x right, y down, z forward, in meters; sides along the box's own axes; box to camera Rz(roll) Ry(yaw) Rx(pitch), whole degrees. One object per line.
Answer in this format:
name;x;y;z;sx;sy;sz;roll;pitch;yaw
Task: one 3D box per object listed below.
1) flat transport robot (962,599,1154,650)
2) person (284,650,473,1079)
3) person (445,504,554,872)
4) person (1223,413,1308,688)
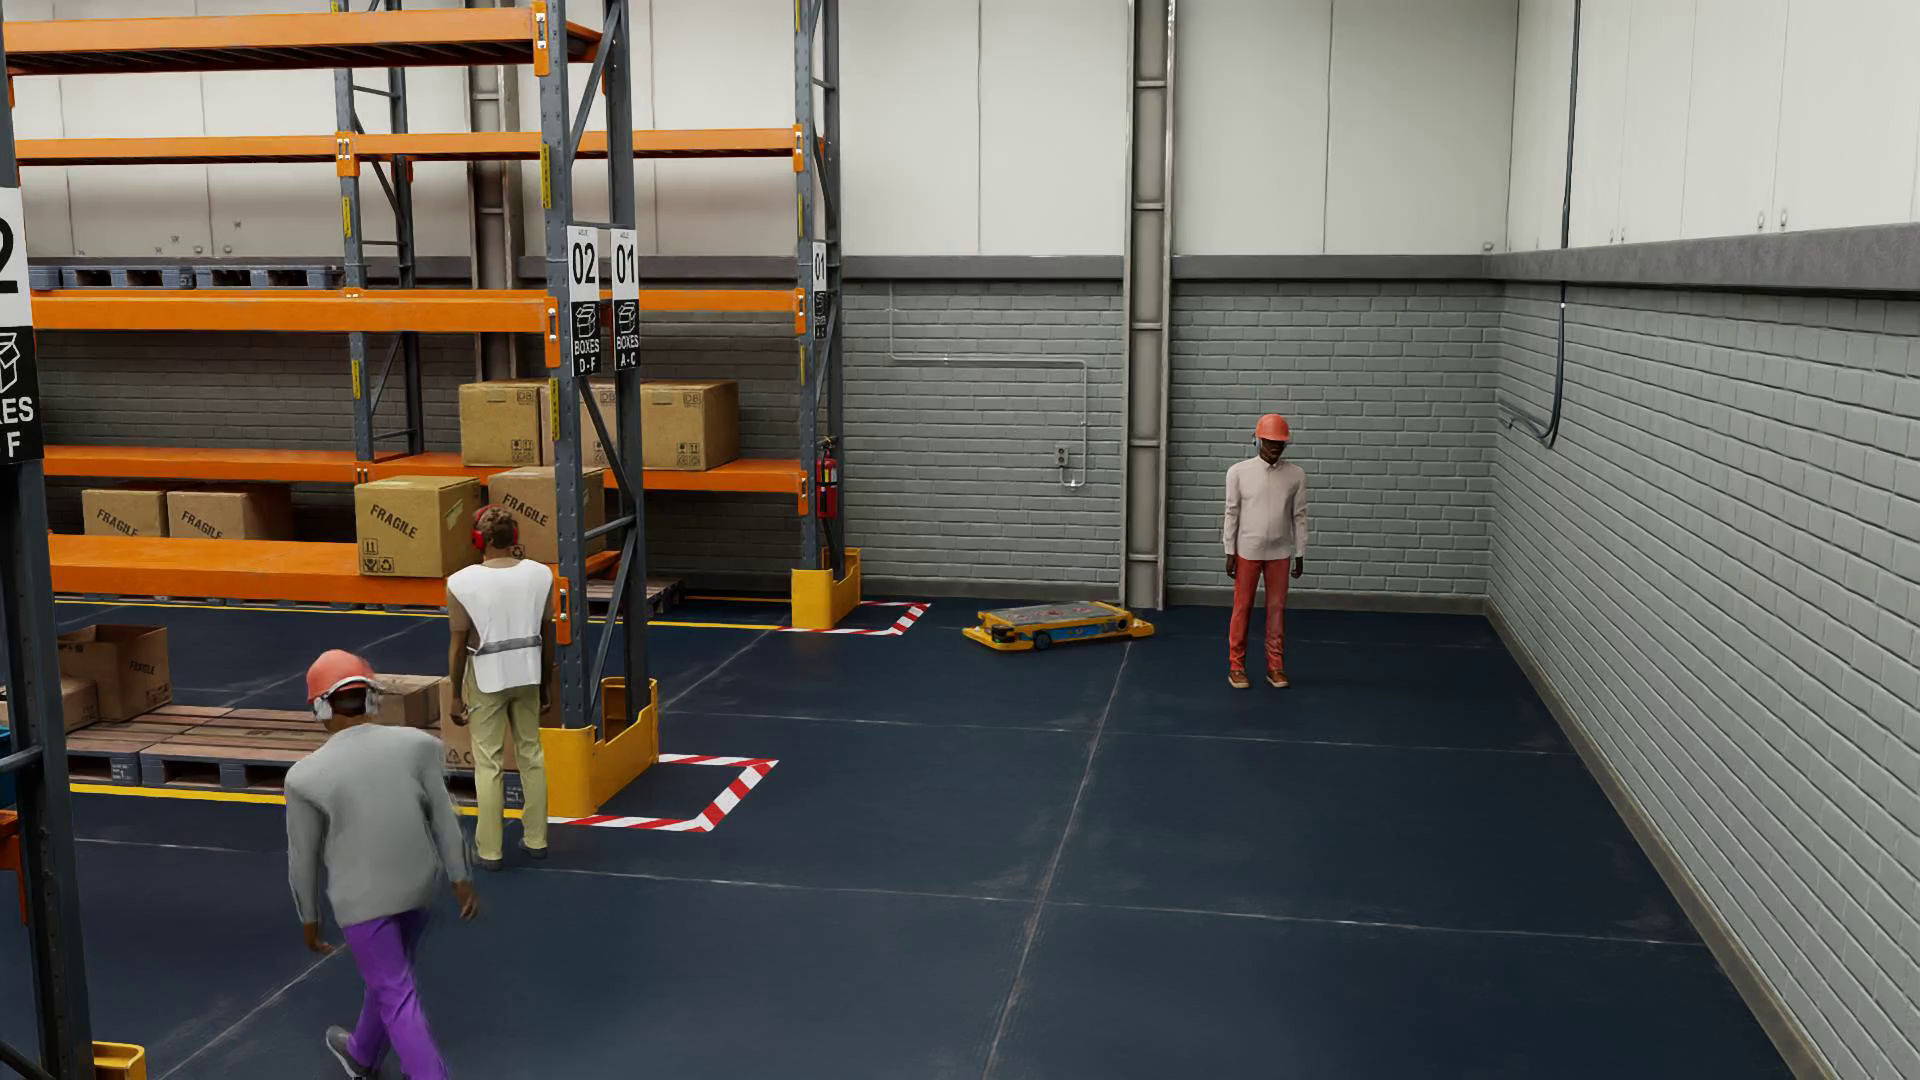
flat transport robot;0.801;0.682;13.525;1.431;0.197;0.652;-5;10;-26
person;-2.052;1.219;5.835;0.924;1.678;0.585;7;11;37
person;-2.281;0.742;8.327;0.560;1.836;0.389;-8;12;-40
person;2.196;0.082;11.958;0.617;1.990;0.399;-1;9;-6
